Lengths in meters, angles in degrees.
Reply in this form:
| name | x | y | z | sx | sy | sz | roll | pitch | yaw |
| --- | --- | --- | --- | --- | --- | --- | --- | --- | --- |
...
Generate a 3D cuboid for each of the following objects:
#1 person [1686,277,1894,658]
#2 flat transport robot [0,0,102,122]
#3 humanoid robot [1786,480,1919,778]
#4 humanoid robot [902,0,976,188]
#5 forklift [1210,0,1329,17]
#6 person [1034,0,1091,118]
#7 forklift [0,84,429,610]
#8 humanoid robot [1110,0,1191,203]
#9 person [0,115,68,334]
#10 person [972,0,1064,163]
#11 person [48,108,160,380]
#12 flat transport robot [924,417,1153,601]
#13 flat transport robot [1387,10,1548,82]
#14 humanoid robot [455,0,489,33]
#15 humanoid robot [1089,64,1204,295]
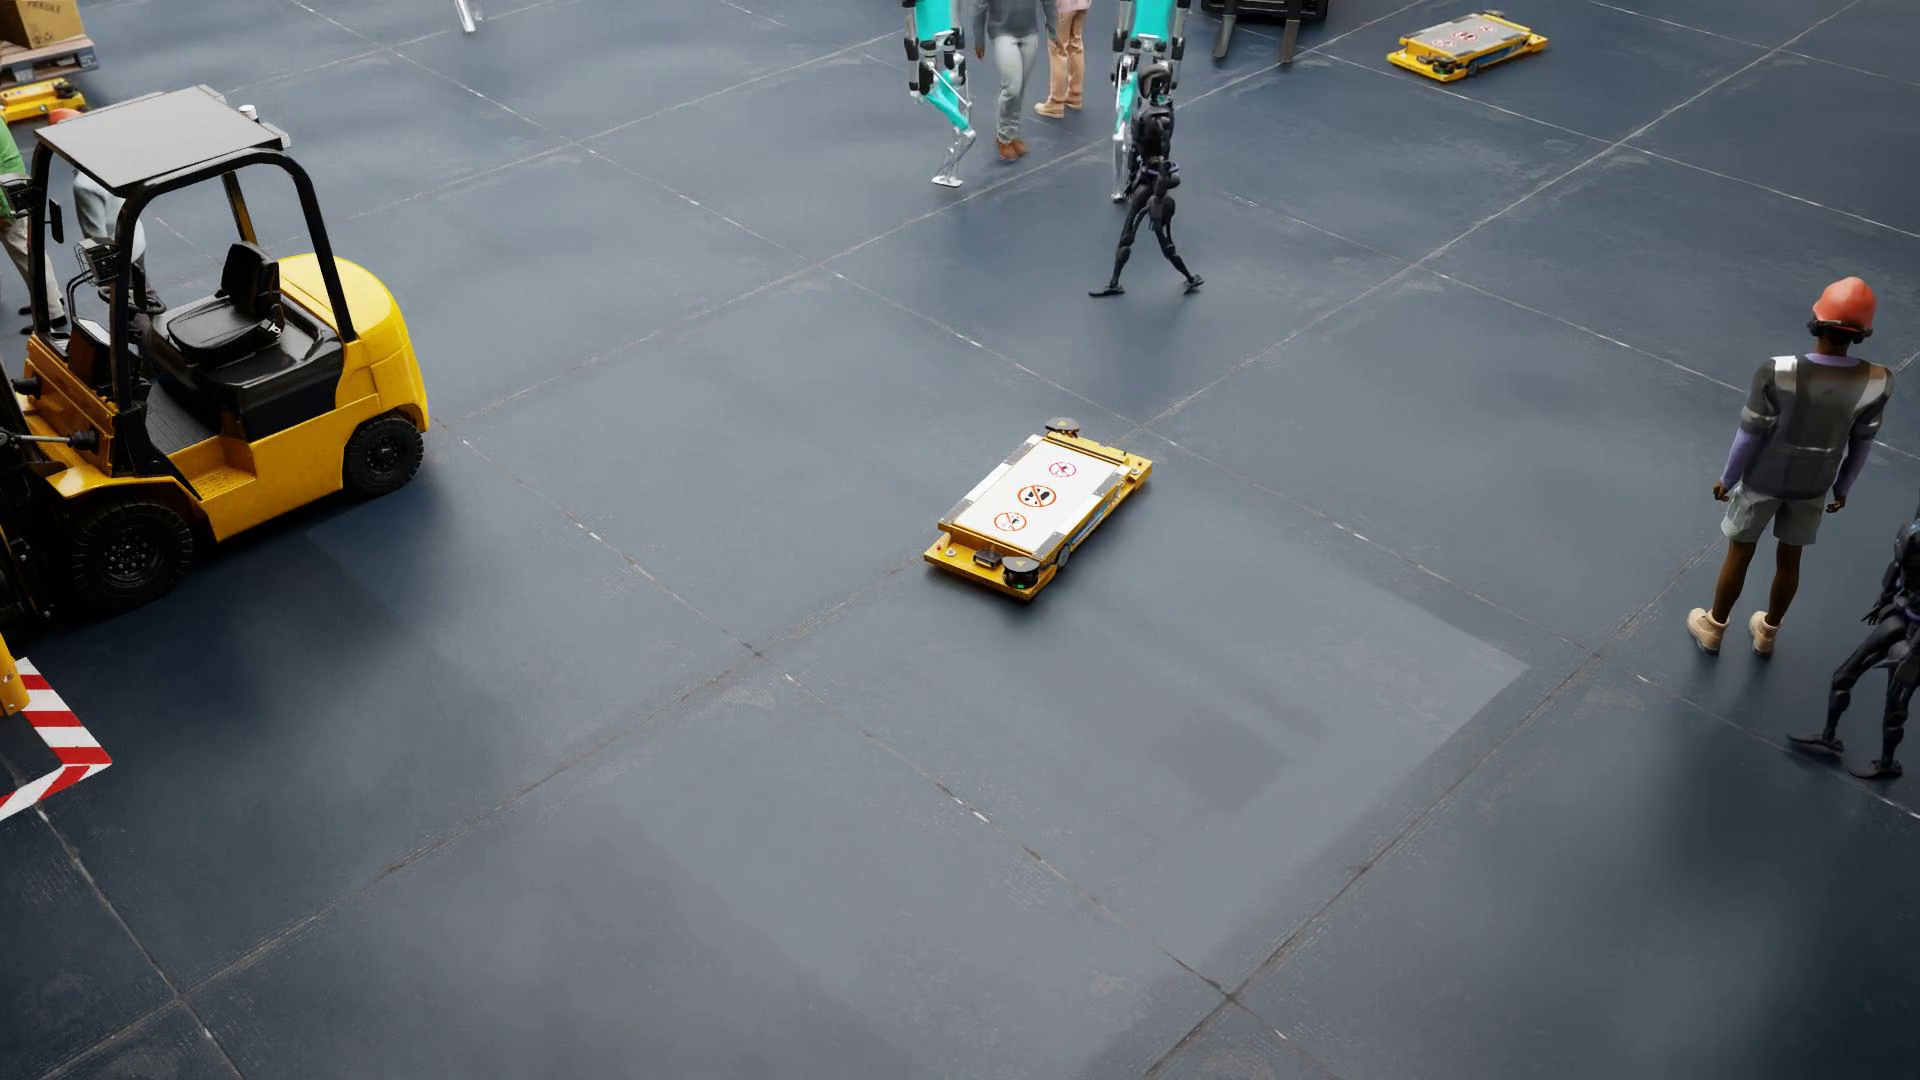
| name | x | y | z | sx | sy | sz | roll | pitch | yaw |
| --- | --- | --- | --- | --- | --- | --- | --- | --- | --- |
| person | 3.943 | -0.317 | 7.941 | 0.613 | 2.041 | 0.385 | 5 | 37 | 6 |
| flat transport robot | -8.100 | -3.951 | 14.286 | 0.659 | 0.231 | 1.431 | -26 | 44 | -30 |
| humanoid robot | 4.151 | 0.379 | 7.326 | 0.525 | 1.638 | 0.609 | 8 | 37 | 10 |
| humanoid robot | -0.040 | -3.347 | 12.264 | 0.560 | 1.795 | 0.818 | -27 | 45 | -31 |
| forklift | 3.106 | -6.400 | 15.960 | 1.214 | 2.155 | 2.313 | 8 | 37 | 10 |
| person | 0.888 | -4.339 | 13.549 | 0.410 | 1.775 | 0.537 | 24 | 43 | 29 |
| forklift | -4.145 | -1.093 | 8.856 | 2.313 | 2.155 | 1.214 | -31 | 47 | -34 |
| humanoid robot | 1.286 | -3.308 | 12.227 | 0.558 | 1.782 | 0.920 | 15 | 39 | 19 |
| person | -6.155 | -2.198 | 10.682 | 0.385 | 1.776 | 0.546 | -17 | 40 | -21 |
| person | 0.446 | -3.836 | 12.763 | 0.645 | 1.917 | 0.593 | -20 | 41 | -24 |
| person | -5.190 | -1.805 | 10.186 | 0.351 | 1.738 | 0.571 | -3 | 37 | -5 |
| flat transport robot | 0.460 | -0.198 | 9.262 | 0.659 | 0.231 | 1.431 | 21 | 41 | 25 |
| flat transport robot | 4.568 | -4.441 | 14.942 | 1.431 | 0.231 | 0.659 | -25 | 43 | -29 |
| humanoid robot | -4.575 | -5.444 | 15.151 | 0.546 | 1.898 | 0.762 | -11 | 38 | -14 |
| humanoid robot | 1.288 | -2.346 | 11.013 | 0.785 | 1.638 | 0.589 | -11 | 38 | -14 |
